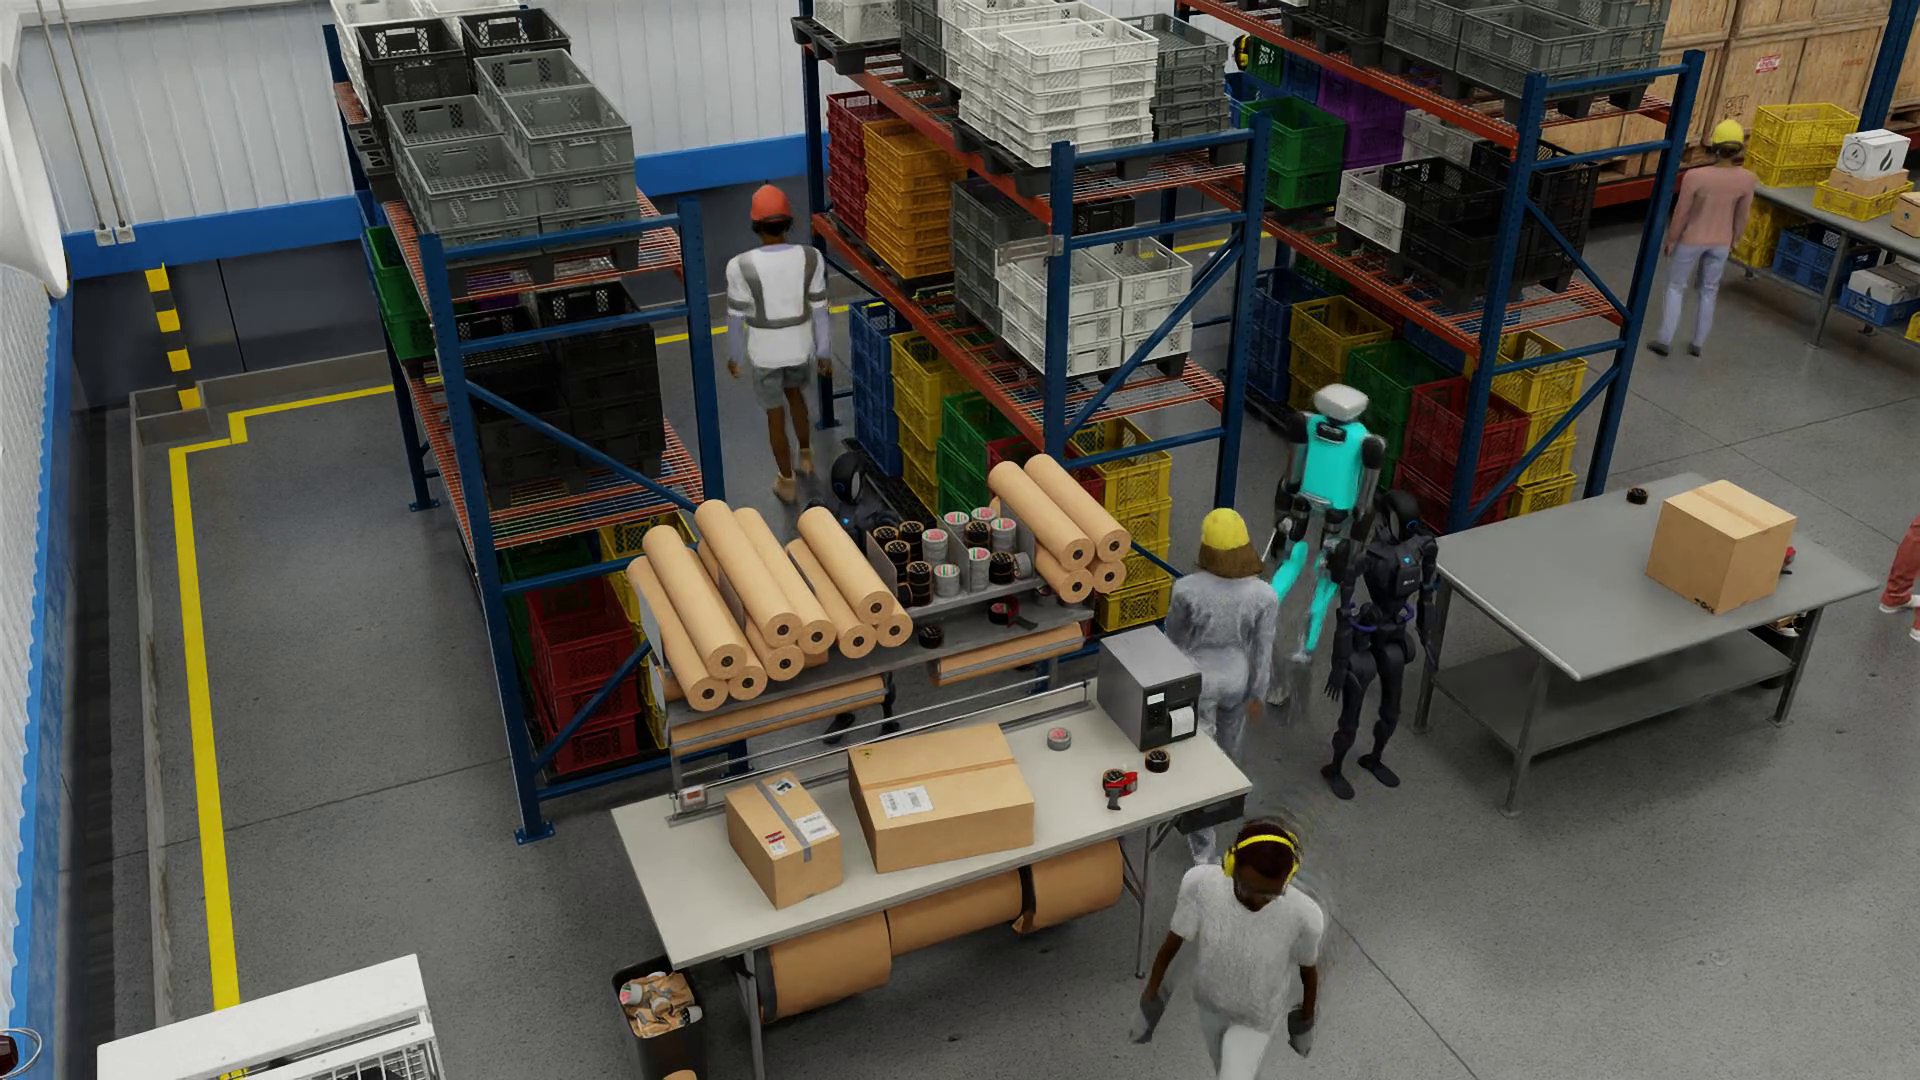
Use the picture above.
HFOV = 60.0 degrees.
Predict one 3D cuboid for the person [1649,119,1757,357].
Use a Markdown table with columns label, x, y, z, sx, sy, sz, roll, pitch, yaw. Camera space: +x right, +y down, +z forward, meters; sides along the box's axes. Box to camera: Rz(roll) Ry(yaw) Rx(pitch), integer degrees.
| label | x | y | z | sx | sy | sz | roll | pitch | yaw |
| --- | --- | --- | --- | --- | --- | --- | --- | --- | --- |
| person | 5.399 | -2.174 | 12.074 | 0.534 | 1.766 | 0.324 | 3 | 32 | 5 |

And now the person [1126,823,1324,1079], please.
| label | x | y | z | sx | sy | sz | roll | pitch | yaw |
| --- | --- | --- | --- | --- | --- | --- | --- | --- | --- |
| person | 0.889 | 1.685 | 5.764 | 0.562 | 1.805 | 1.006 | 19 | 37 | 28 |

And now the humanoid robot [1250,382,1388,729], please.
| label | x | y | z | sx | sy | sz | roll | pitch | yaw |
| --- | --- | --- | --- | --- | --- | --- | --- | --- | --- |
| humanoid robot | 1.693 | 0.165 | 8.379 | 0.554 | 1.856 | 0.749 | 26 | 40 | 35 |

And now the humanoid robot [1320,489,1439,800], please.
| label | x | y | z | sx | sy | sz | roll | pitch | yaw |
| --- | --- | --- | --- | --- | --- | --- | --- | --- | --- |
| humanoid robot | 1.980 | 0.494 | 7.817 | 0.588 | 1.650 | 0.326 | -15 | 34 | -22 |

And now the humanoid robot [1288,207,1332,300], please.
| label | x | y | z | sx | sy | sz | roll | pitch | yaw |
| --- | --- | --- | --- | --- | --- | --- | --- | --- | --- |
| humanoid robot | 2.661 | -2.494 | 12.680 | 0.431 | 1.644 | 0.588 | -9 | 33 | -14 |

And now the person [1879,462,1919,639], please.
| label | x | y | z | sx | sy | sz | roll | pitch | yaw |
| --- | --- | --- | --- | --- | --- | --- | --- | --- | --- |
| person | 5.411 | -0.350 | 8.977 | 0.395 | 1.910 | 0.590 | -6 | 32 | -9 |

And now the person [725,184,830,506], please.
| label | x | y | z | sx | sy | sz | roll | pitch | yaw |
| --- | --- | --- | --- | --- | --- | --- | --- | --- | --- |
| person | -1.127 | -1.188 | 10.235 | 0.605 | 2.022 | 0.586 | -15 | 35 | -23 |

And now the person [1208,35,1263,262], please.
| label | x | y | z | sx | sy | sz | roll | pitch | yaw |
| --- | --- | --- | --- | --- | --- | --- | --- | --- | --- |
| person | 2.307 | -3.202 | 13.650 | 0.329 | 1.865 | 0.510 | 19 | 36 | 27 |

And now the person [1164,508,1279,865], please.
| label | x | y | z | sx | sy | sz | roll | pitch | yaw |
| --- | --- | --- | --- | --- | --- | --- | --- | --- | --- |
| person | 1.166 | 0.596 | 7.656 | 0.480 | 1.682 | 0.901 | -1 | 32 | -2 |

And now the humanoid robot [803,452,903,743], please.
| label | x | y | z | sx | sy | sz | roll | pitch | yaw |
| --- | --- | --- | --- | --- | --- | --- | --- | --- | --- |
| humanoid robot | -0.500 | 0.304 | 8.129 | 0.609 | 1.653 | 0.309 | 8 | 33 | 13 |
